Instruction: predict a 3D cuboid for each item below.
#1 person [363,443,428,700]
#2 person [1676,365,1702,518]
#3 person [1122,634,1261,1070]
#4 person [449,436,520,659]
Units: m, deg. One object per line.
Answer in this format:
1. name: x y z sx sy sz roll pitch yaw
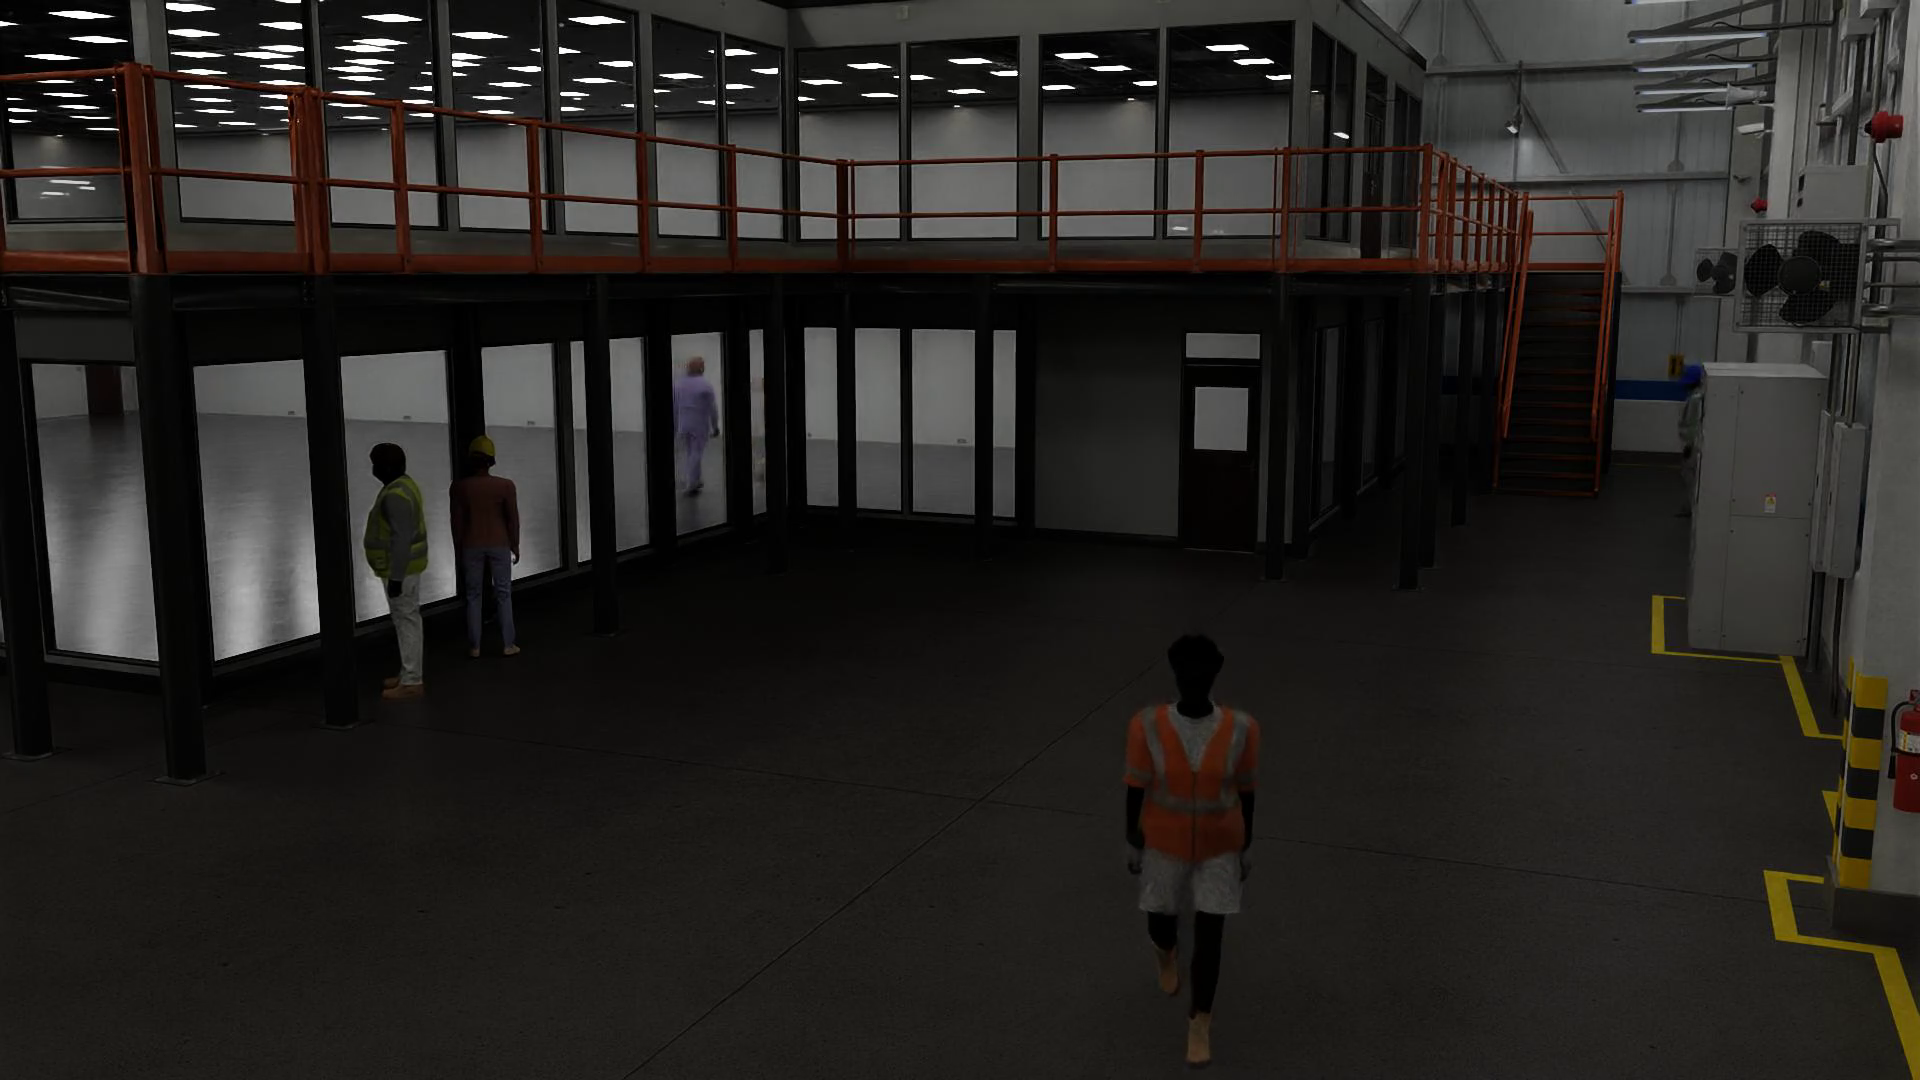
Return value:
1. person: -4.036 0.219 11.925 0.430 1.841 0.624 -2 10 -14
2. person: 9.074 -1.221 20.629 0.377 1.908 0.753 3 10 20
3. person: 0.909 1.169 6.562 0.535 1.678 0.599 1 9 7
4. person: -3.736 0.062 13.119 0.525 1.769 0.312 -2 9 -10
